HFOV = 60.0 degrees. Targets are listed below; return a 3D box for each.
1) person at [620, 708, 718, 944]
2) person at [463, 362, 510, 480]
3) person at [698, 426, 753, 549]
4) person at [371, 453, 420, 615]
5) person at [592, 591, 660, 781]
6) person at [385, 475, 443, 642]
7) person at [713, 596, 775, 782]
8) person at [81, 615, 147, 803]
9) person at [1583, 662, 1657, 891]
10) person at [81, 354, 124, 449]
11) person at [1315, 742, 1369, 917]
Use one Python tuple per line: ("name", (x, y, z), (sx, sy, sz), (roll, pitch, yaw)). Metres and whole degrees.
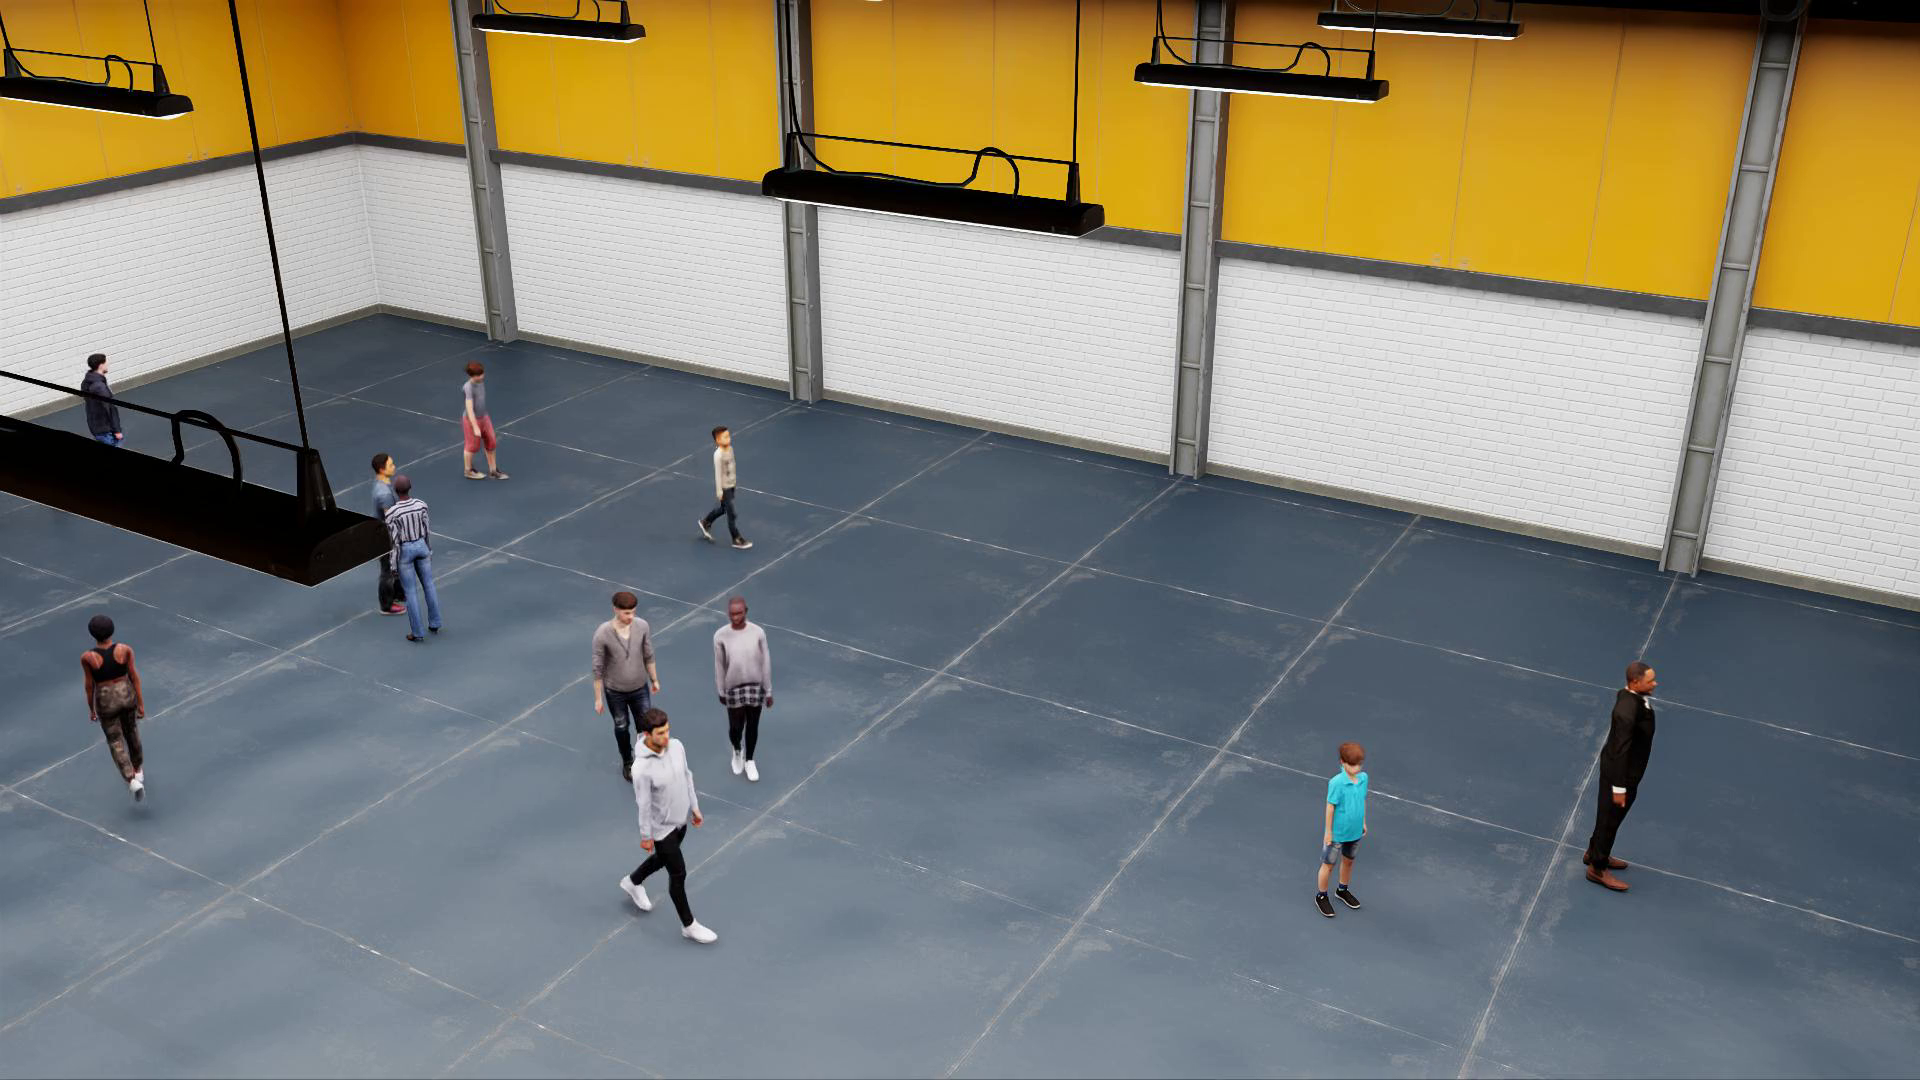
("person", (-2.271, 2.084, 12.452), (1.203, 1.900, 0.735), (11, 26, 23))
("person", (-6.169, -1.509, 21.043), (0.917, 1.603, 0.696), (6, 24, 13))
("person", (-2.764, -0.613, 19.190), (0.987, 1.445, 0.694), (7, 24, 15))
("person", (-6.091, -0.048, 17.462), (0.851, 1.794, 0.796), (-5, 24, -11))
("person", (-2.914, 1.244, 14.414), (1.034, 1.869, 1.120), (-10, 26, -22))
("person", (-5.573, 0.180, 16.940), (0.585, 1.795, 0.664), (18, 30, 36))
("person", (-1.904, 1.253, 14.530), (0.760, 1.761, 0.815), (-8, 25, -17))
("person", (-7.178, 1.454, 14.173), (0.855, 1.677, 1.116), (-16, 28, -33))
("person", (5.189, 1.815, 13.065), (0.638, 1.904, 0.720), (10, 26, 22))
("person", (-10.532, -1.329, 20.297), (0.855, 1.872, 0.819), (-21, 31, -39))
("person", (2.953, 2.189, 12.776), (0.597, 1.449, 0.625), (-11, 26, -24))
